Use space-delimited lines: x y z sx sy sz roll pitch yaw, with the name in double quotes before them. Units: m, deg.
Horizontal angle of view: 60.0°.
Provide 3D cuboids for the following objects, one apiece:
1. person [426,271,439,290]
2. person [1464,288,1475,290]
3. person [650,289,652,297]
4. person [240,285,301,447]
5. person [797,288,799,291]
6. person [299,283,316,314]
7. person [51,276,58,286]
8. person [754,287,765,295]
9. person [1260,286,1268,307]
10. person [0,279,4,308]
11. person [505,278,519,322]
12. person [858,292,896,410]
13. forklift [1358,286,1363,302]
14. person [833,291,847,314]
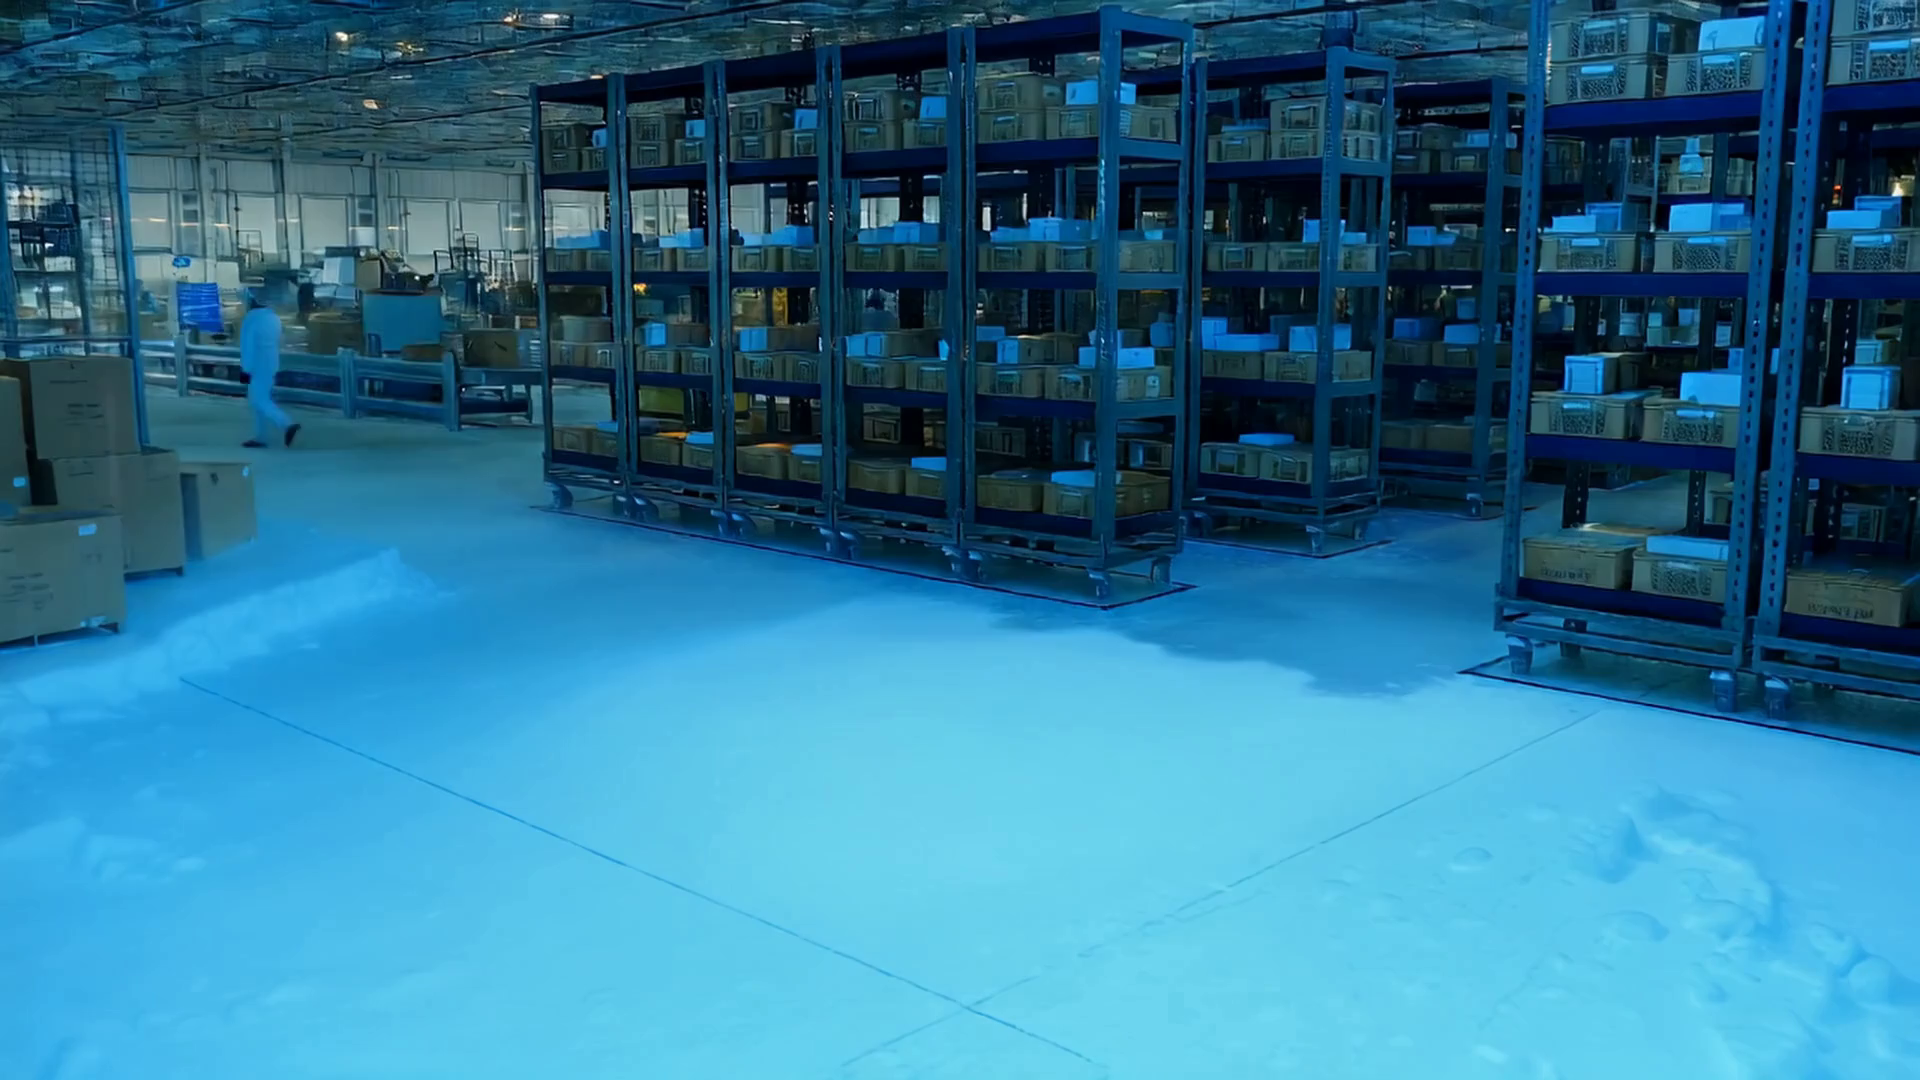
"person" -18.743 -8.585 59.279 0.611 1.998 0.375 5 11 28
"person" 20.090 -9.637 65.699 0.679 2.010 0.653 -4 10 -23
"person" -15.616 -12.795 85.420 0.966 1.888 0.646 1 9 3
"person" -8.000 -1.988 19.188 0.763 1.889 0.647 1 9 6
"person" -5.839 -8.832 61.478 0.959 1.769 0.602 7 11 36
"person" -24.430 -9.098 62.291 0.717 2.000 0.908 6 11 33
"person" -38.399 -10.406 70.699 0.625 1.925 0.389 -1 9 -9
"person" -8.979 -11.084 74.731 0.612 1.947 0.452 -3 10 -16
"person" 11.089 -8.752 60.962 0.978 1.783 0.636 1 9 5
"person" -35.183 -8.754 60.685 0.547 1.890 0.981 2 10 15
"person" -16.632 -8.865 61.763 0.547 1.733 0.800 -2 9 -12
"person" -1.015 -2.191 20.733 0.934 1.778 0.622 -2 10 -13
"forklift" 11.100 -7.017 46.970 1.873 2.768 1.129 9 13 43
"person" -2.995 -5.571 41.586 0.525 1.736 0.833 3 10 15
